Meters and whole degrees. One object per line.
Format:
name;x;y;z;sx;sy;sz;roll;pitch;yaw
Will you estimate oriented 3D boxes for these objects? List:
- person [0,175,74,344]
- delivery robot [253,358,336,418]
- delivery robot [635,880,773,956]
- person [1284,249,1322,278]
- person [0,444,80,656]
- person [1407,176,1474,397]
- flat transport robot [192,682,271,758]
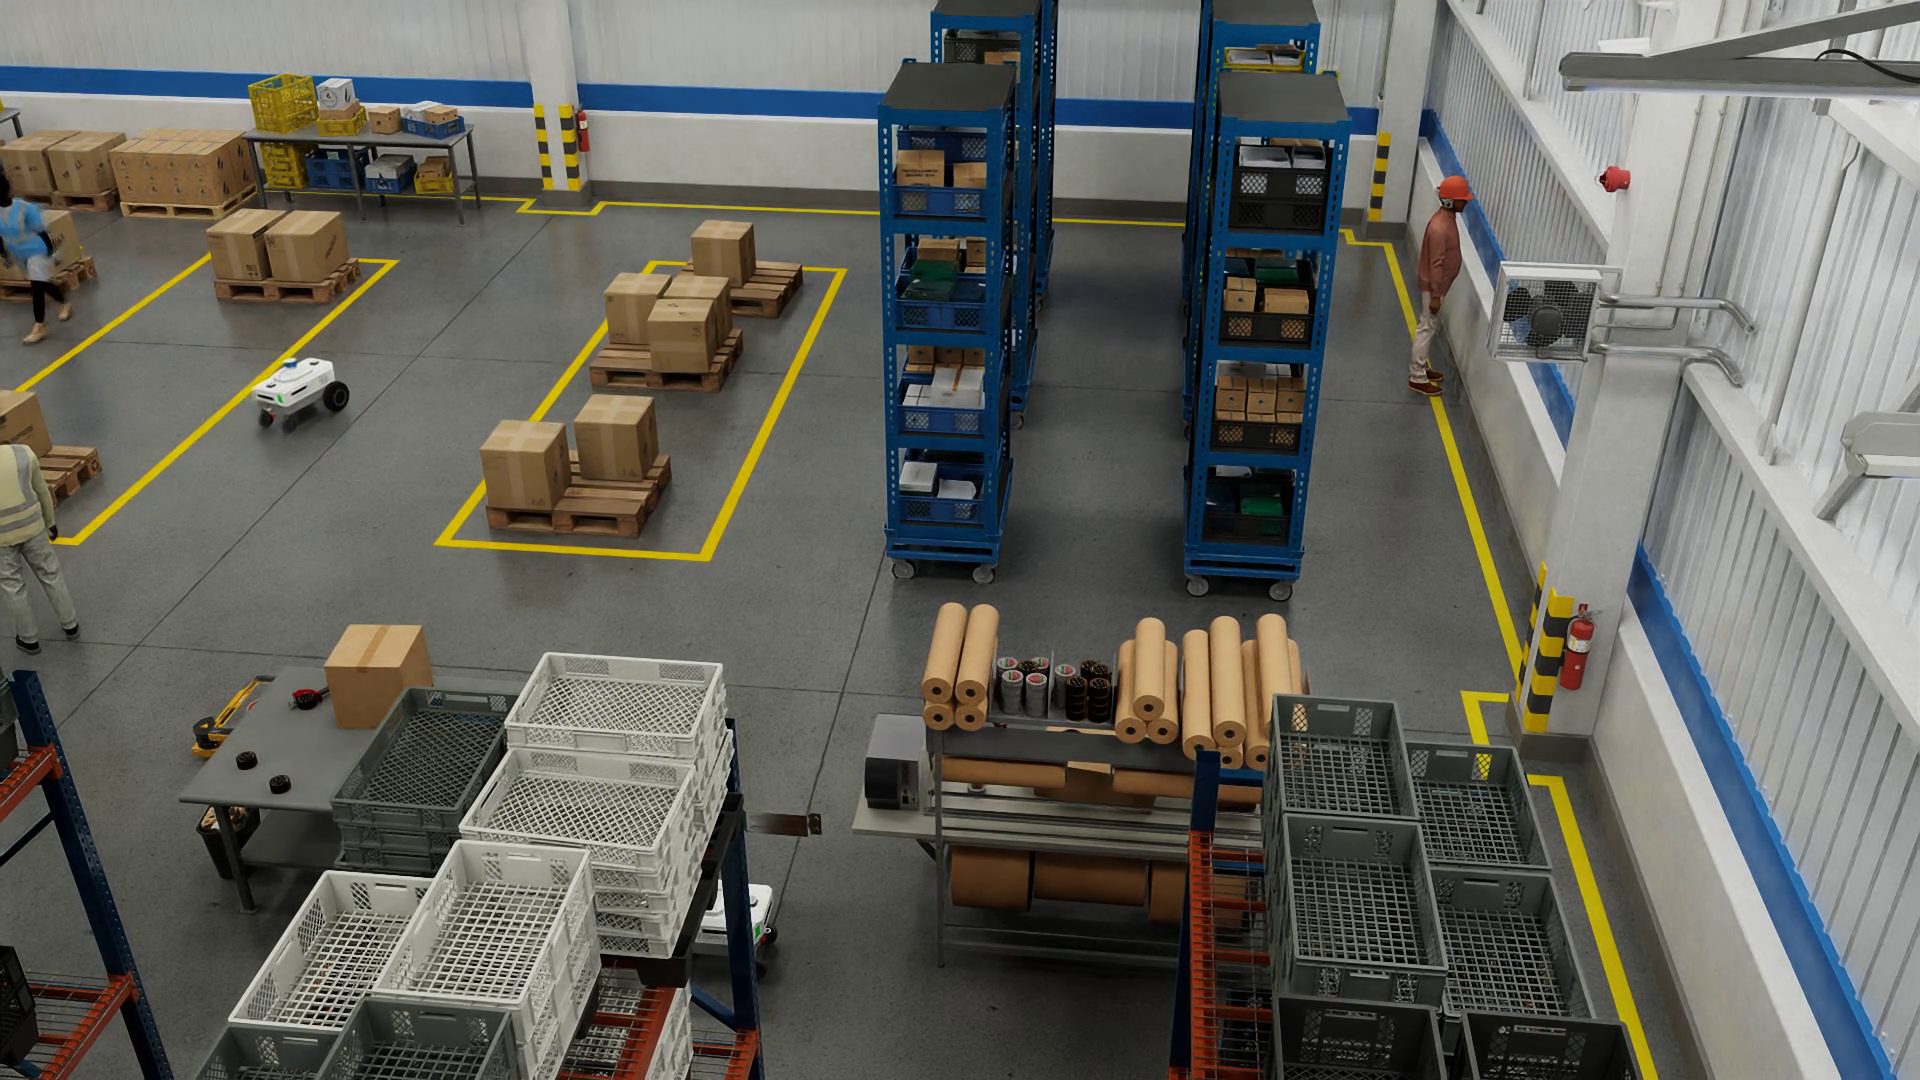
person;-9.011;-2.800;16.103;0.551;1.638;0.848;6;31;10
delivery robot;-5.843;-1.362;14.615;0.477;0.478;0.707;13;33;21
delivery robot;-1.361;1.987;8.863;0.707;0.478;0.477;3;30;6
person;3.183;-2.611;15.808;0.552;1.603;0.666;1;30;2
person;-6.418;-0.071;11.232;0.591;1.828;0.404;-23;38;-34
person;4.277;-2.285;14.871;0.381;1.995;0.611;9;31;16
flat transport robot;-4.089;1.163;10.648;1.431;0.197;0.652;3;30;6
